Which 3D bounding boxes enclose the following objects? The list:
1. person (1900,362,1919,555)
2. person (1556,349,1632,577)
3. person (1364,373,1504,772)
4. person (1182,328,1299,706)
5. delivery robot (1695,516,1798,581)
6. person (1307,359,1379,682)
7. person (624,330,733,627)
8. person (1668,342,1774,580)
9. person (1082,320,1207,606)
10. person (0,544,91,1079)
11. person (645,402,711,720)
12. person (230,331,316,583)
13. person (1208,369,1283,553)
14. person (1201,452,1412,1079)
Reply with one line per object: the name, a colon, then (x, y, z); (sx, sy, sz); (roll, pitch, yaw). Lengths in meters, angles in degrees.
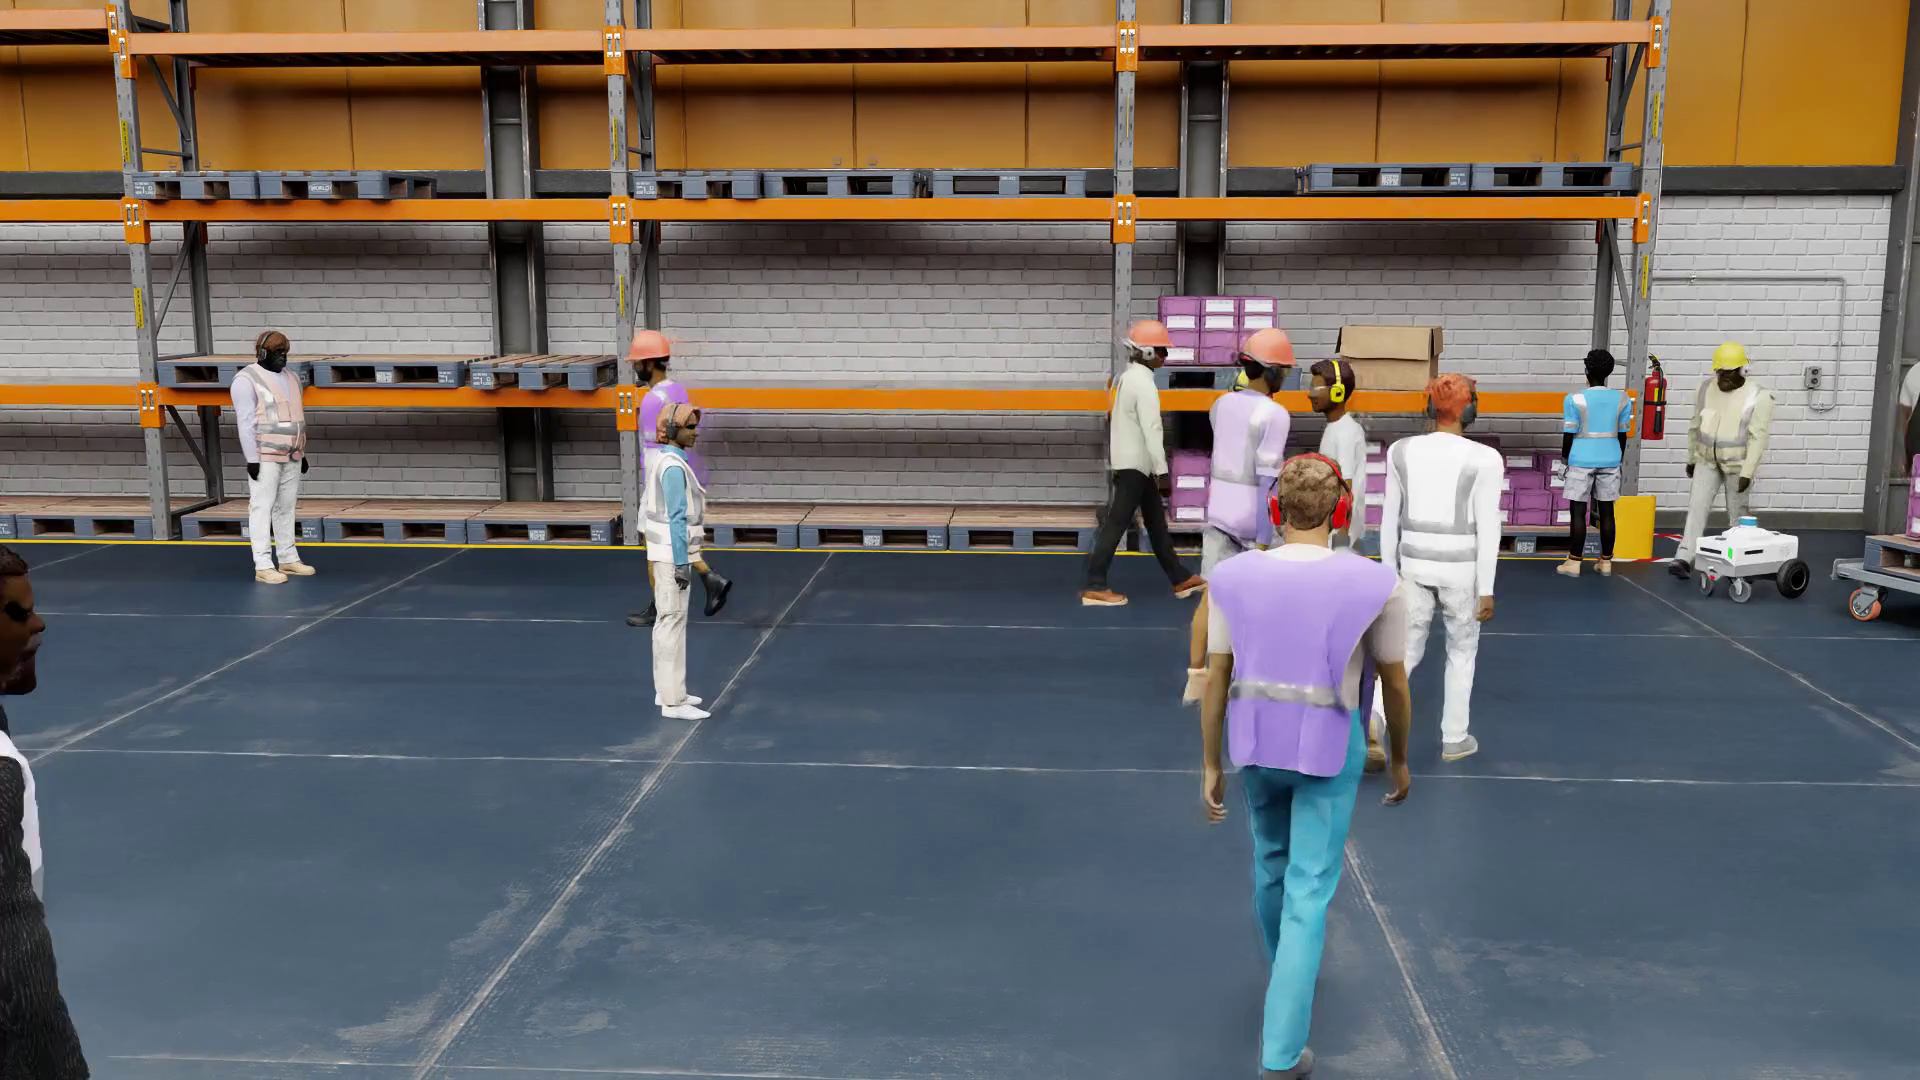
person: (7.055, -0.673, 11.980); (0.885, 2.000, 0.690); (-3, 10, -14)
person: (4.697, -0.563, 12.354); (0.539, 1.693, 0.317); (-1, 10, -8)
person: (2.168, 0.161, 7.656); (0.584, 1.858, 0.838); (8, 13, 40)
person: (1.602, -0.116, 8.847); (0.983, 1.998, 0.627); (-6, 11, -32)
delivery robot: (5.509, 0.078, 11.651); (0.707, 0.478, 0.477); (-4, 11, -24)
person: (1.967, -0.013, 8.662); (0.455, 1.854, 0.545); (1, 10, 6)
person: (-1.833, -0.374, 10.582); (0.601, 1.921, 0.562); (2, 10, 14)
person: (5.555, -0.564, 12.146); (0.926, 1.755, 0.632); (-9, 13, -43)
person: (1.296, -0.511, 11.313); (1.005, 1.938, 0.657); (-1, 10, -3)
person: (-1.944, 0.920, 3.183); (1.008, 1.870, 0.608); (-9, 13, -41)
person: (-1.467, 0.105, 8.607); (0.315, 1.636, 0.515); (-2, 10, -13)
person: (-5.025, -0.612, 12.231); (0.430, 1.837, 0.619); (3, 10, 17)
person: (1.666, -0.150, 9.767); (0.404, 1.750, 0.527); (-4, 10, -21)
person: (1.049, 0.642, 4.974); (0.574, 1.804, 0.955); (5, 11, 29)
